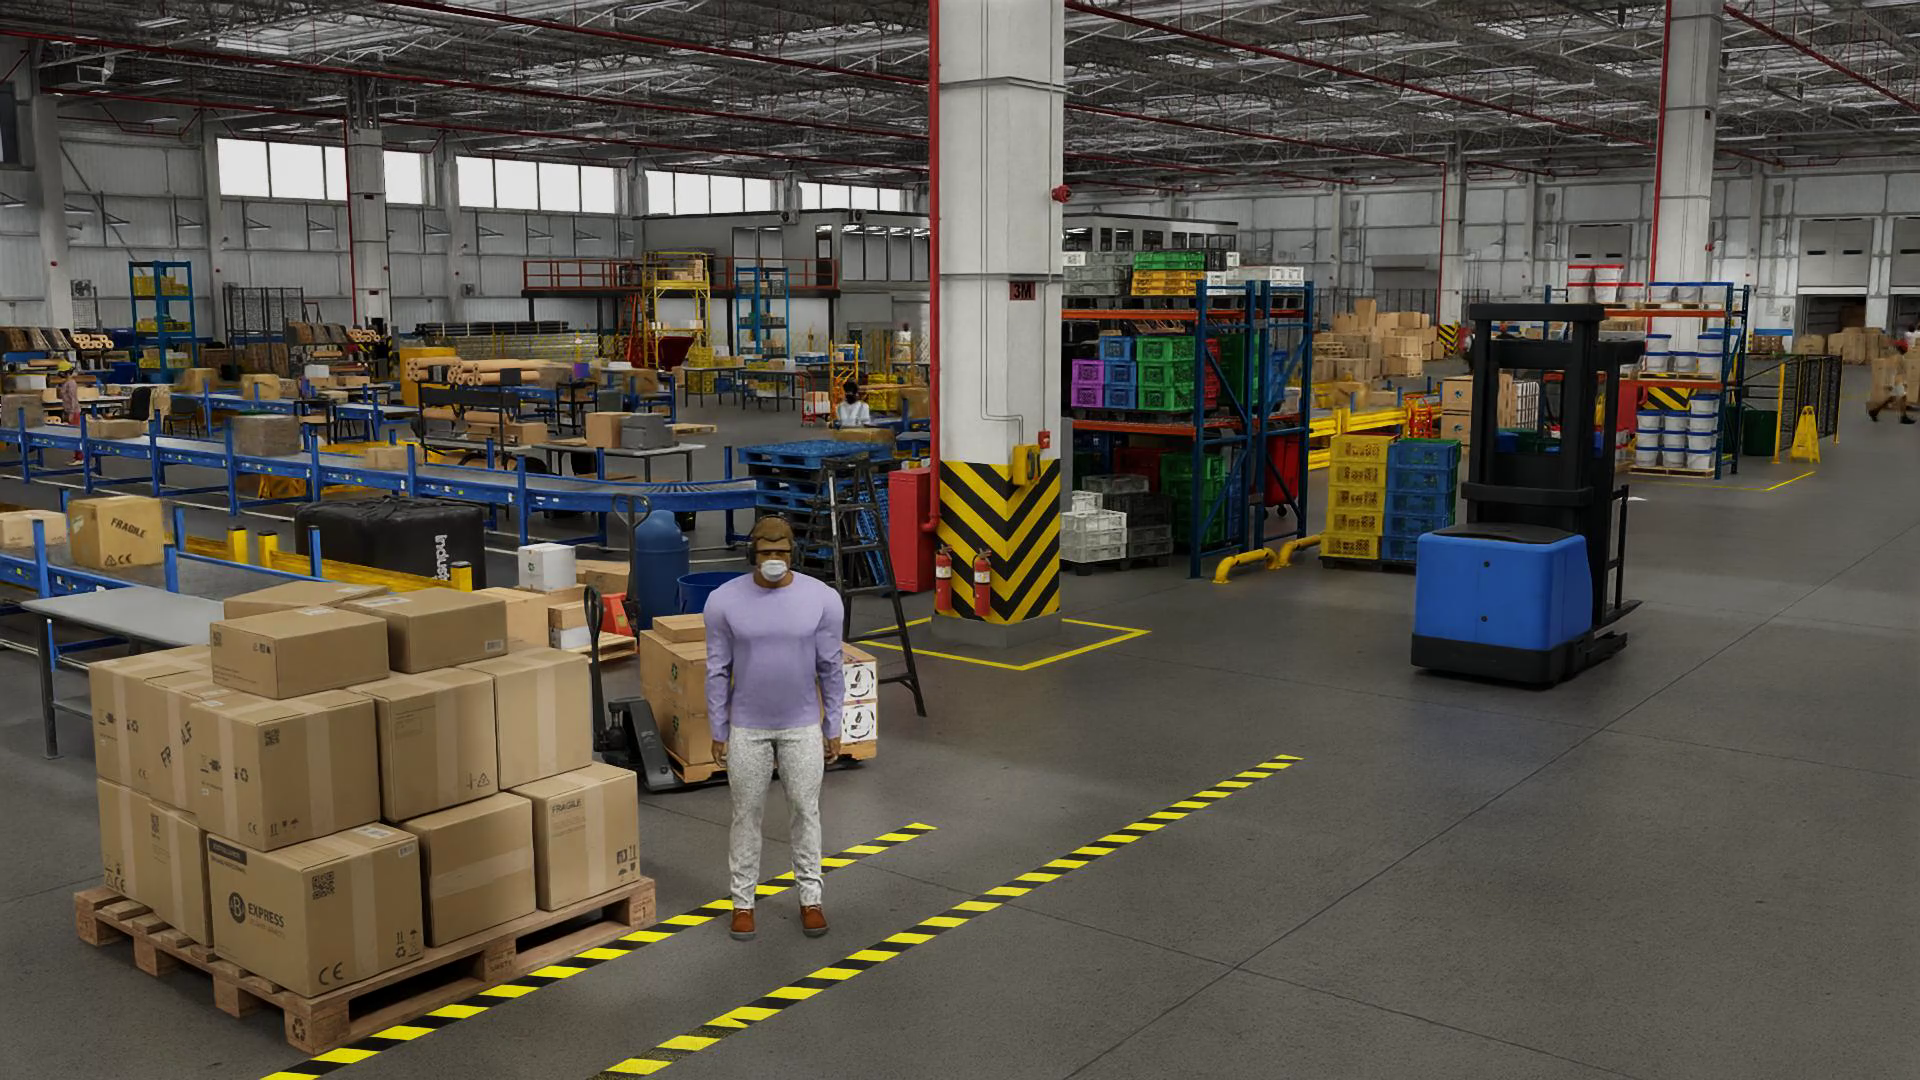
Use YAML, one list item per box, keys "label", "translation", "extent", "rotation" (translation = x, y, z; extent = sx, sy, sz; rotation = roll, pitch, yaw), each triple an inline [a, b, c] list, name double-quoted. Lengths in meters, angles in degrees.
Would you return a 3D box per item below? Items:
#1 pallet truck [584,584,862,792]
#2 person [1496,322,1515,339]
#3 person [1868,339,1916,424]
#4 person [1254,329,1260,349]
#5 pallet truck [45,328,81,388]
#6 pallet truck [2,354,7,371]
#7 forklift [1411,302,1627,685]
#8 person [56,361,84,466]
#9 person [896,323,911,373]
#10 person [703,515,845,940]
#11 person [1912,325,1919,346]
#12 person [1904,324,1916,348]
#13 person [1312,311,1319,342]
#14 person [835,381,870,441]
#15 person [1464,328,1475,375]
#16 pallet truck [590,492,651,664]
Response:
- label: "pallet truck"
  translation: [-1.426, 0.805, 10.019]
  extent: [1.601, 1.201, 0.680]
  rotation: [-4, 9, -26]
- label: "person"
  translation: [16.953, -5.778, 51.836]
  extent: [0.617, 1.993, 0.392]
  rotation: [7, 11, 39]
- label: "person"
  translation: [20.840, -3.543, 37.108]
  extent: [0.925, 1.902, 0.542]
  rotation: [7, 11, 38]
- label: "person"
  translation: [15.477, -10.839, 86.448]
  extent: [0.429, 1.842, 0.634]
  rotation: [5, 10, 33]
- label: "pallet truck"
  translation: [-23.775, -4.544, 43.495]
  extent: [1.885, 1.965, 0.823]
  rotation: [6, 10, 35]
- label: "pallet truck"
  translation: [-24.881, -4.417, 42.634]
  extent: [1.885, 1.965, 0.823]
  rotation: [8, 11, 41]
- label: "forklift"
  translation: [4.379, -0.438, 12.852]
  extent: [1.129, 2.768, 1.873]
  rotation: [7, 11, 37]
- label: "person"
  translation: [-14.976, -2.125, 27.993]
  extent: [0.328, 1.759, 0.524]
  rotation: [-5, 10, -31]
- label: "person"
  translation: [-2.015, -6.972, 60.388]
  extent: [0.589, 1.848, 0.958]
  rotation: [-7, 11, -40]
- label: "person"
  translation: [-0.828, 0.838, 7.464]
  extent: [0.624, 1.931, 0.377]
  rotation: [-1, 9, -7]
- label: "person"
  translation: [31.823, -6.234, 55.247]
  extent: [0.424, 1.897, 0.736]
  rotation: [1, 8, 4]
- label: "person"
  translation: [33.917, -6.824, 59.511]
  extent: [0.890, 1.816, 0.620]
  rotation: [7, 11, 41]
- label: "person"
  translation: [18.435, -10.888, 86.274]
  extent: [0.623, 1.989, 0.400]
  rotation: [7, 11, 39]
- label: "person"
  translation: [-1.500, -1.412, 23.419]
  extent: [0.544, 1.678, 0.511]
  rotation: [3, 9, 19]
- label: "person"
  translation: [15.241, -5.366, 48.891]
  extent: [0.685, 2.000, 0.879]
  rotation: [7, 11, 41]
- label: "pallet truck"
  translation: [-3.115, 0.344, 12.883]
  extent: [0.653, 1.274, 1.630]
  rotation: [7, 11, 37]
